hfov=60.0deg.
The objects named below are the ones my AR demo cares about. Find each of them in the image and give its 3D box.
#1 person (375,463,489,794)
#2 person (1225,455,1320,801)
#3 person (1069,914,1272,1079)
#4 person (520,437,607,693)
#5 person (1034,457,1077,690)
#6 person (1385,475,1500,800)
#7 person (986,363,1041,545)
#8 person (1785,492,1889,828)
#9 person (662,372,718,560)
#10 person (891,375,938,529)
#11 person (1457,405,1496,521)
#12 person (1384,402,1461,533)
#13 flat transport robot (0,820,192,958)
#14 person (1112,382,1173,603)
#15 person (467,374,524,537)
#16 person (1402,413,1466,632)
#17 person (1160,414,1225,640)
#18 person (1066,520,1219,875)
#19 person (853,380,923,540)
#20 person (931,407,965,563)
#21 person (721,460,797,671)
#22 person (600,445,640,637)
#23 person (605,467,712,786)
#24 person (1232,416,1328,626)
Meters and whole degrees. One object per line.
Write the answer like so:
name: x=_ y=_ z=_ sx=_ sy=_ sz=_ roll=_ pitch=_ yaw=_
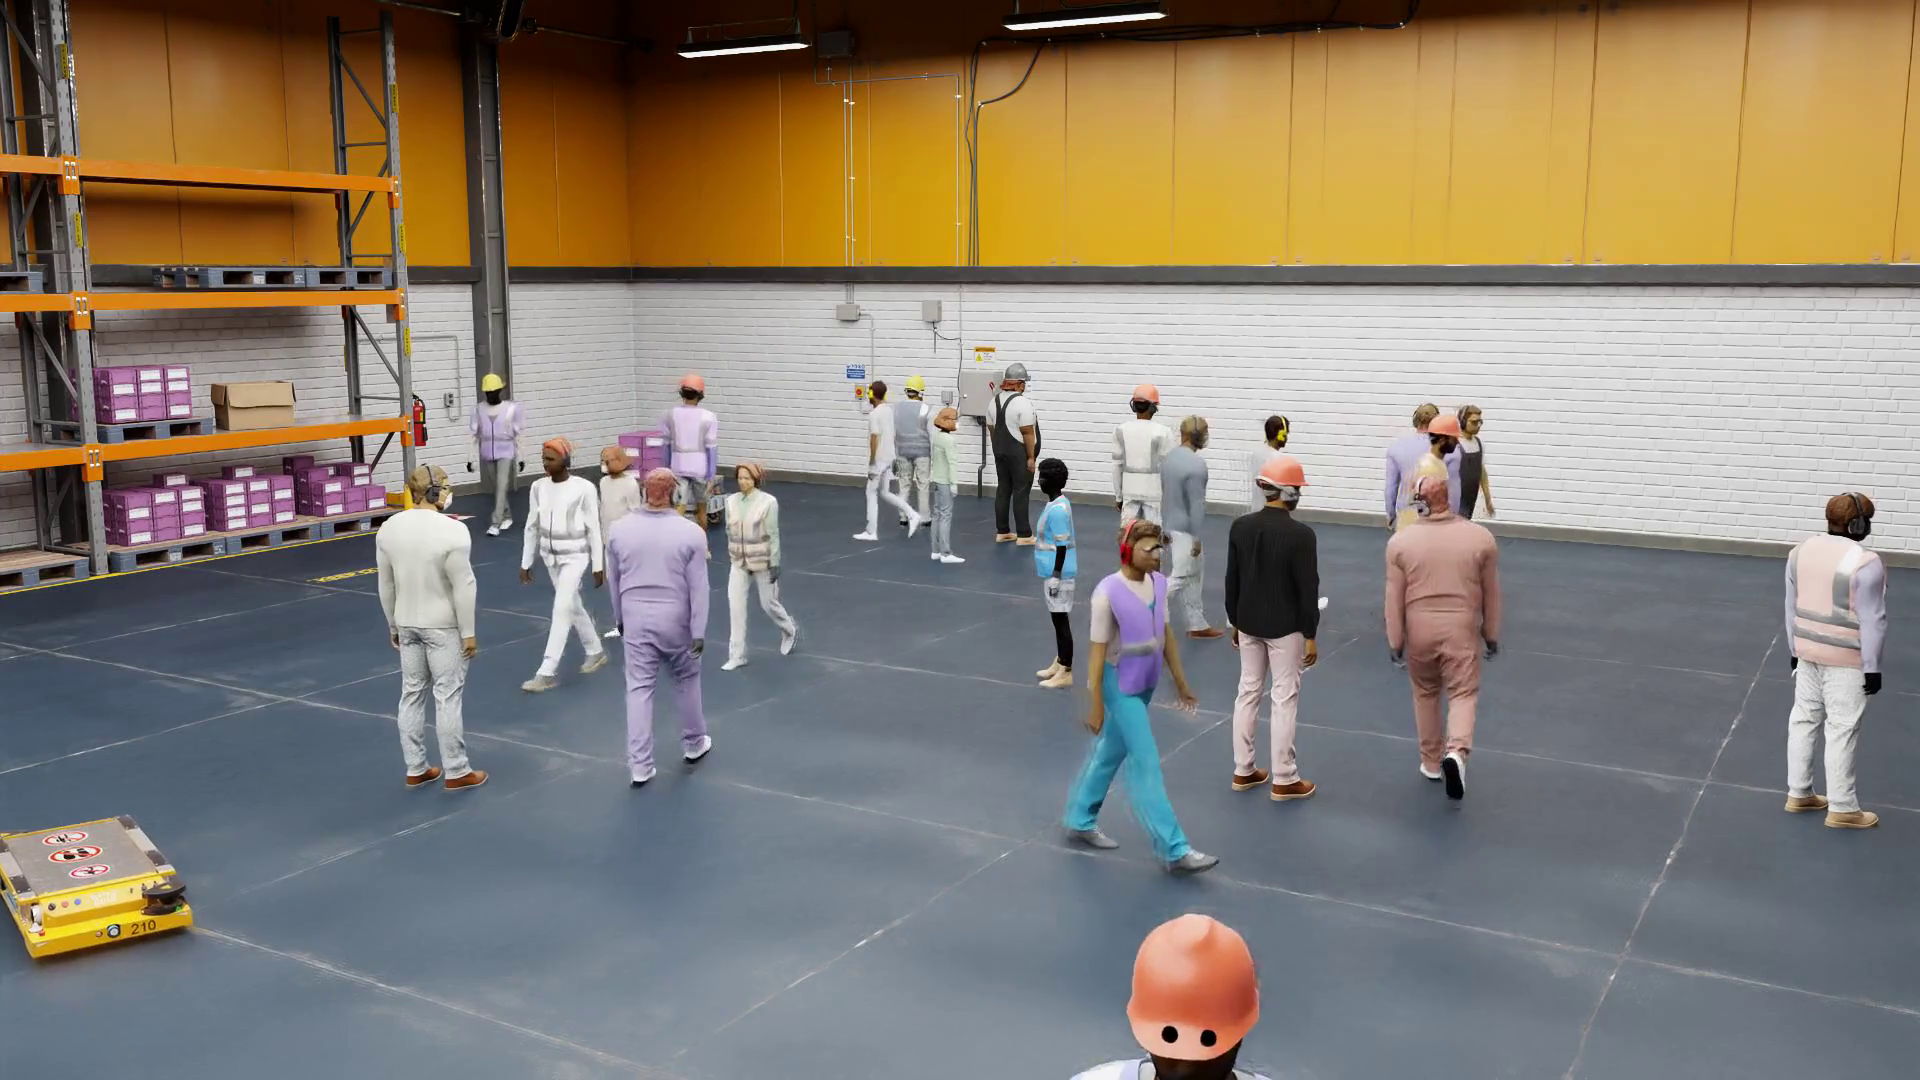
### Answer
person: x=-3.092 y=0.518 z=9.716 sx=0.629 sy=1.937 sz=0.377 roll=3 pitch=10 yaw=21
person: x=1.823 y=0.501 z=9.642 sx=0.395 sy=1.990 sz=0.619 roll=-8 pitch=12 yaw=-41
person: x=0.417 y=1.612 z=3.020 sx=0.573 sy=1.888 sz=0.961 roll=2 pitch=9 yaw=12
person: x=-2.937 y=0.152 z=12.329 sx=0.594 sy=1.835 sz=0.985 roll=5 pitch=10 yaw=28
person: x=0.698 y=0.241 z=12.176 sx=0.317 sy=1.698 sz=0.540 roll=0 pitch=9 yaw=1
person: x=2.799 y=0.556 z=9.695 sx=0.660 sy=1.867 sz=0.779 roll=2 pitch=9 yaw=15
person: x=0.650 y=-0.970 z=18.676 sx=0.536 sy=2.000 sz=0.676 roll=-7 pitch=12 yaw=-39
person: x=4.842 y=0.650 z=9.182 sx=0.430 sy=1.845 sz=0.621 roll=-2 pitch=9 yaw=-15
person: x=-2.808 y=-0.722 z=17.215 sx=0.615 sy=2.018 sz=0.862 roll=1 pitch=9 yaw=4
person: x=-0.529 y=-1.039 z=19.755 sx=0.600 sy=1.831 sz=0.404 roll=4 pitch=10 yaw=21
person: x=4.720 y=-0.330 z=15.354 sx=0.521 sy=1.815 sz=0.771 roll=-7 pitch=11 yaw=-37
person: x=3.949 y=-0.206 z=14.222 sx=0.635 sy=1.937 sz=0.355 roll=5 pitch=10 yaw=27
flat transport robot: x=-4.223 y=1.622 z=8.002 sx=0.652 sy=0.197 sz=1.431 roll=-7 pitch=11 yaw=-37
person: x=1.685 y=-0.417 z=15.217 sx=0.608 sy=2.044 sz=0.372 roll=5 pitch=10 yaw=28
person: x=-5.412 y=-0.996 z=19.371 sx=0.611 sy=1.873 sz=1.009 roll=1 pitch=9 yaw=4
person: x=3.781 y=-0.064 z=13.365 sx=0.471 sy=1.923 sz=0.559 roll=4 pitch=10 yaw=22
person: x=1.759 y=-0.077 z=13.560 sx=0.895 sy=1.906 sz=0.629 roll=-3 pitch=9 yaw=-16
person: x=0.924 y=0.781 z=8.507 sx=0.959 sy=1.793 sz=0.595 roll=6 pitch=11 yaw=34
person: x=-0.828 y=-0.889 z=18.834 sx=0.746 sy=1.837 sz=0.566 roll=4 pitch=10 yaw=24
person: x=-0.148 y=-0.580 z=17.512 sx=0.286 sy=1.631 sz=0.501 roll=-4 pitch=10 yaw=-22
person: x=-1.573 y=0.168 z=12.907 sx=0.513 sy=1.610 sz=0.770 roll=5 pitch=10 yaw=27
person: x=-2.809 y=-0.011 z=14.045 sx=0.517 sy=1.614 sz=0.588 roll=8 pitch=12 yaw=40
person: x=-1.792 y=0.492 z=10.091 sx=0.659 sy=1.869 sz=0.914 roll=1 pitch=9 yaw=6
person: x=2.735 y=-0.159 z=14.324 sx=0.993 sy=1.810 sz=0.531 roll=-5 pitch=10 yaw=-29
